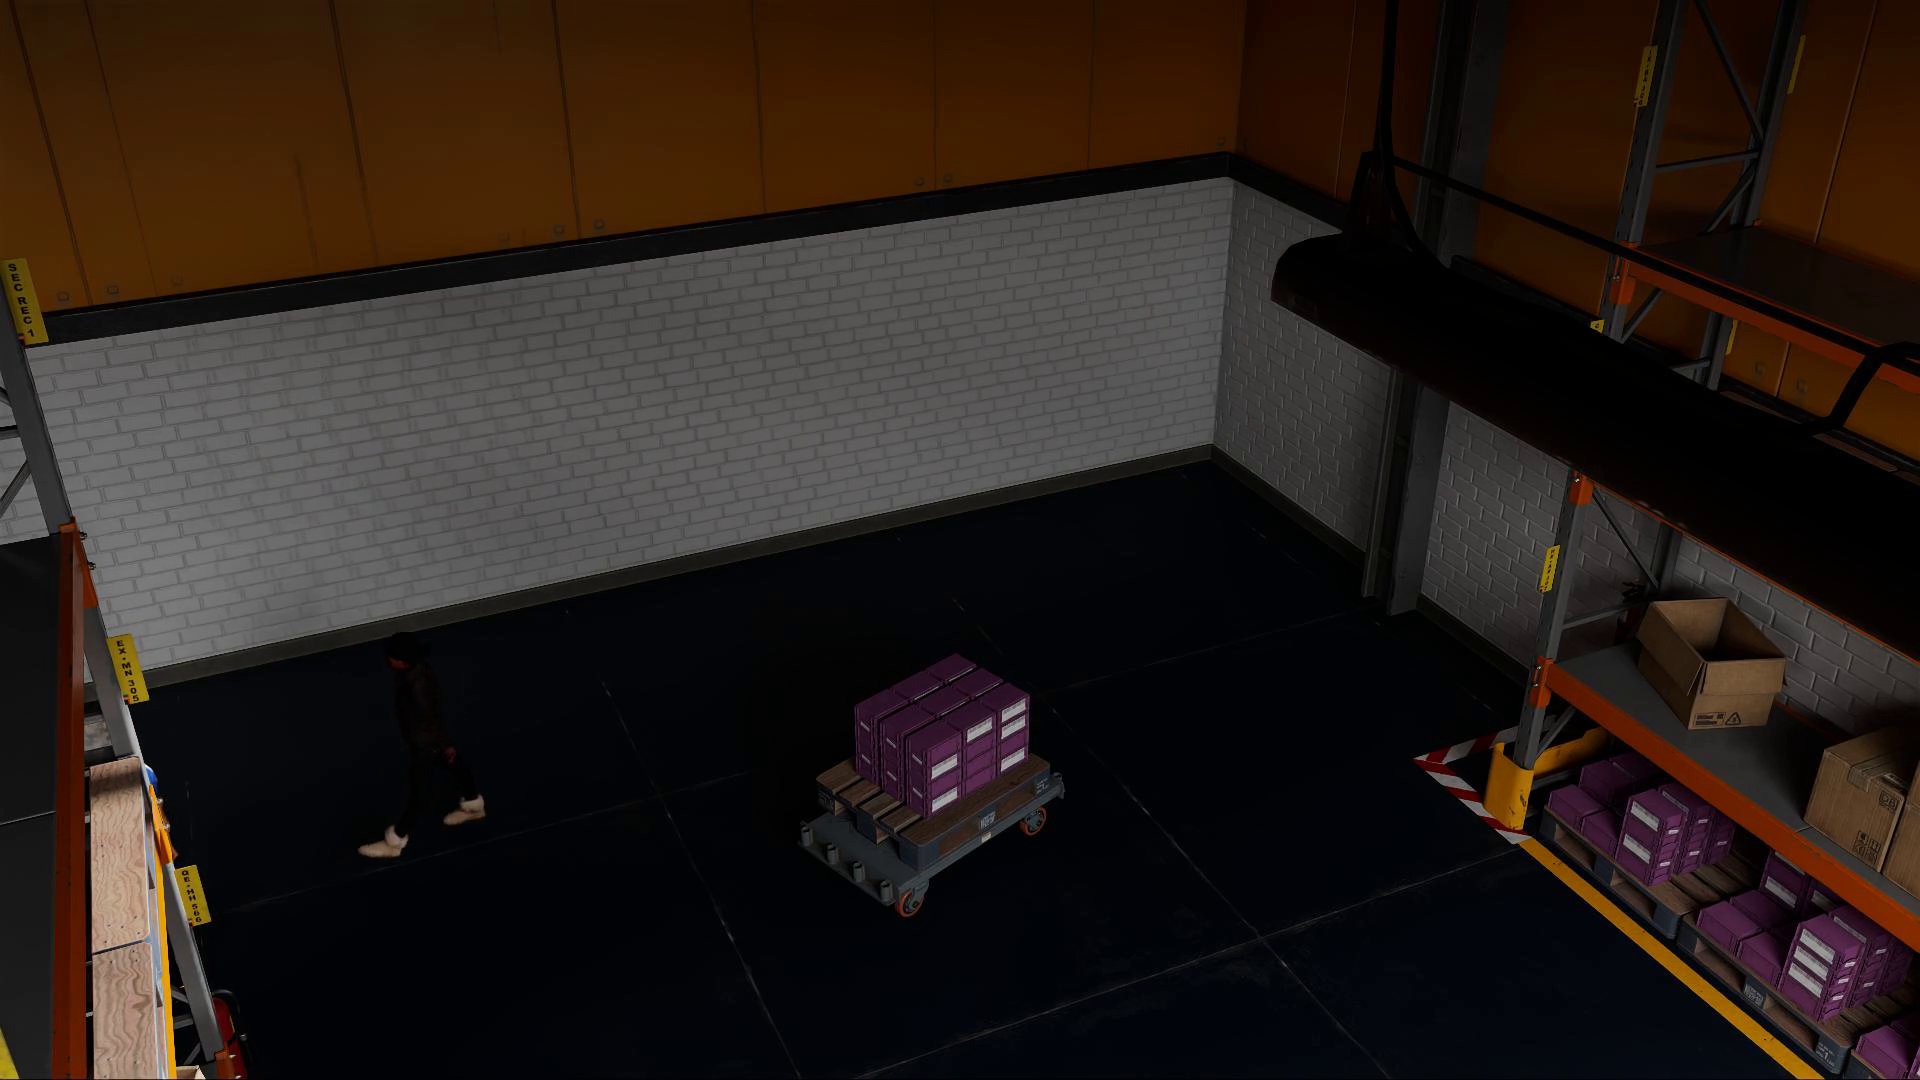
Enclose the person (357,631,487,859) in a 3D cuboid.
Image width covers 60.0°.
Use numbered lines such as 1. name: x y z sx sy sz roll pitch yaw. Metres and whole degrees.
1. person: -3.620 1.337 10.793 0.619 1.619 1.006 2 29 4
